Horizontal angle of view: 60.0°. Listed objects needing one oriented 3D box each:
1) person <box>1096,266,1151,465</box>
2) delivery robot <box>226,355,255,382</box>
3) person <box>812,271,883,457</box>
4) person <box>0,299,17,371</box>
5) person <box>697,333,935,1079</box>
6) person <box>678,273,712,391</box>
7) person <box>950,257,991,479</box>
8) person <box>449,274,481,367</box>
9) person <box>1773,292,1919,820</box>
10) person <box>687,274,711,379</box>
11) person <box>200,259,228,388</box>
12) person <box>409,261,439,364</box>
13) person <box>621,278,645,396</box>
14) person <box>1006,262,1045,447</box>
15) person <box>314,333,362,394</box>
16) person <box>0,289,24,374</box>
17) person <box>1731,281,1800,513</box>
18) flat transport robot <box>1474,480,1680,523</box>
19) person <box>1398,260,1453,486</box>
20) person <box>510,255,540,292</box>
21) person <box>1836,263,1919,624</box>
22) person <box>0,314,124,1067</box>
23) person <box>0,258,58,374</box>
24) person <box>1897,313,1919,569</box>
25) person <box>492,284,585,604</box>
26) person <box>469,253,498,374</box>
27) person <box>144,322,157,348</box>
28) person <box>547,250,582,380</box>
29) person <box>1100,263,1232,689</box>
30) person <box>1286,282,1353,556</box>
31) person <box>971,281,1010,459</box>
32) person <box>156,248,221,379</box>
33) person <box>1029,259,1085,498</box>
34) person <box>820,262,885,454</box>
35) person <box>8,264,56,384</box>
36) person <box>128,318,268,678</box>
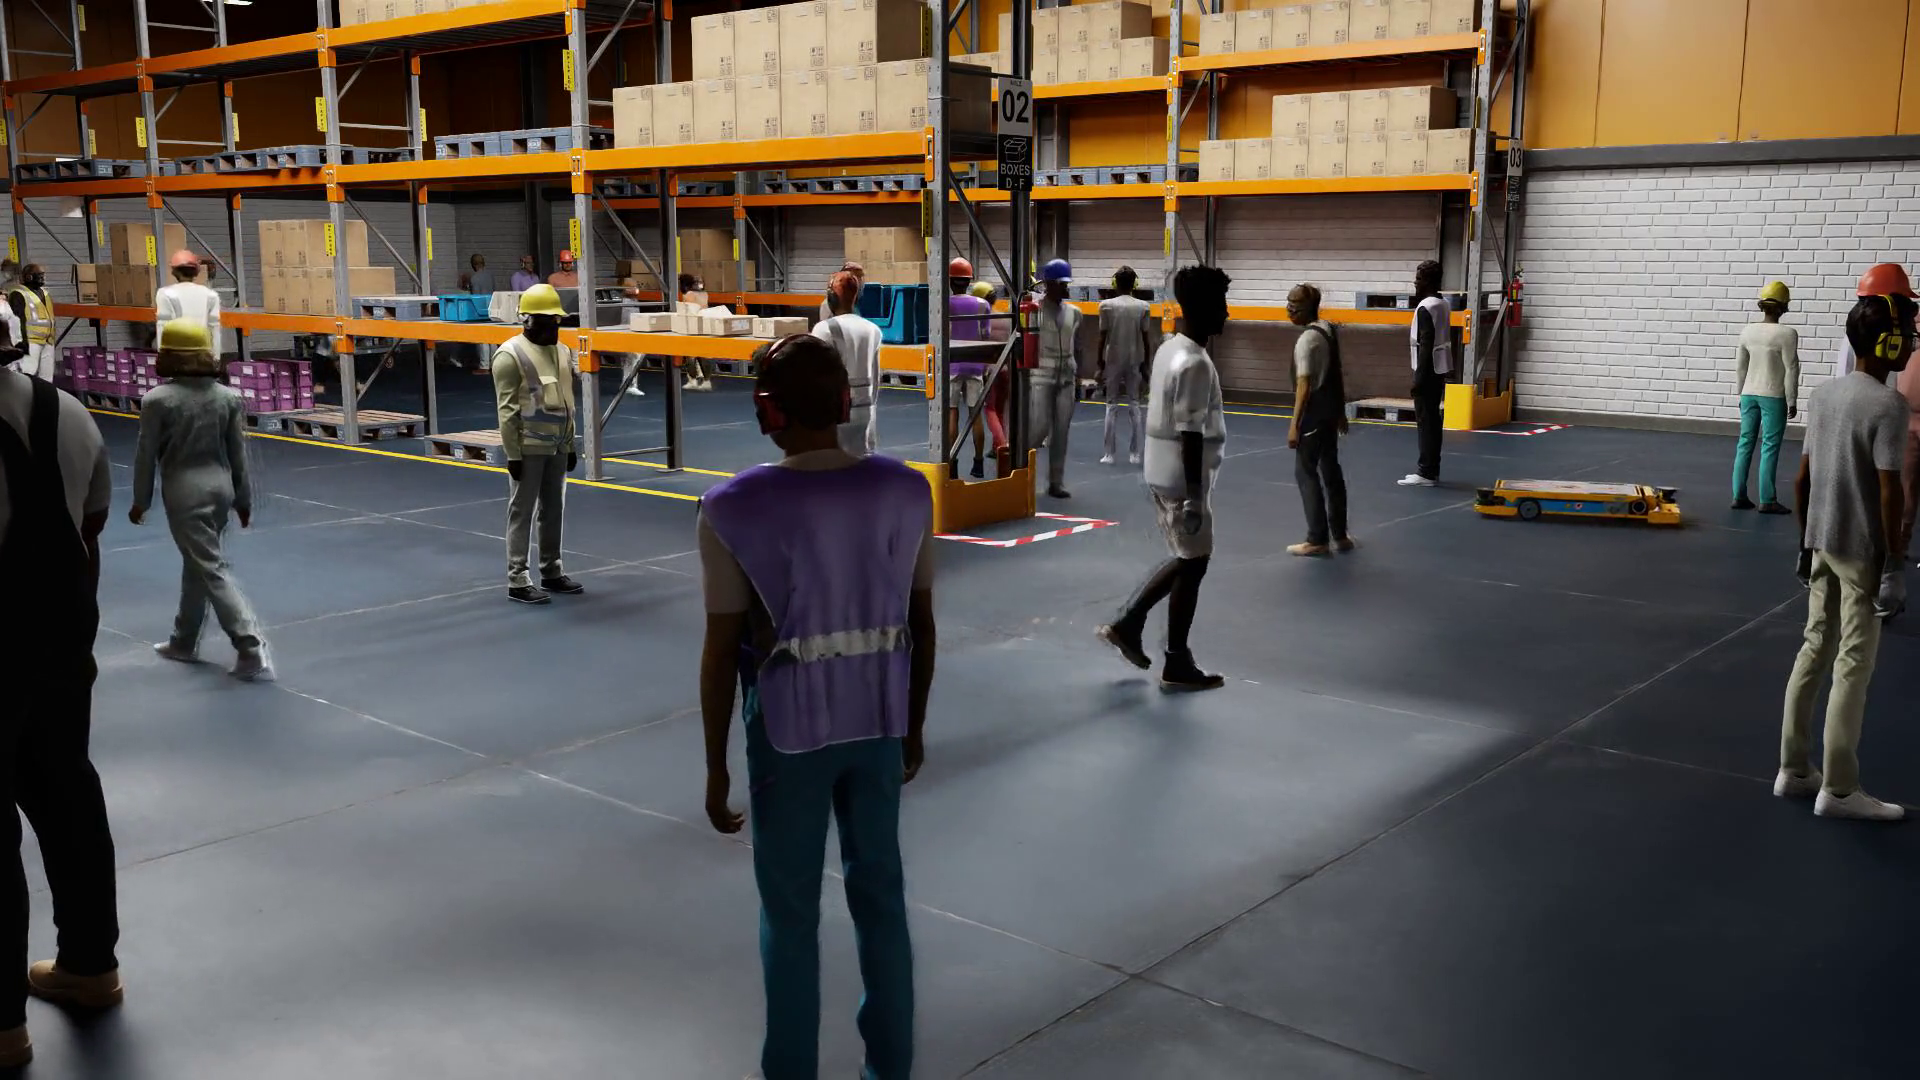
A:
[{"bbox_3d":[1.526,-1.621,15.538,0.501,1.860,0.312,-1,10,-7],"label":"person"},{"bbox_3d":[-9.790,-2.305,22.868,0.707,0.478,0.477,9,13,42],"label":"delivery robot"},{"bbox_3d":[-0.746,-0.767,10.610,0.386,1.880,0.619,9,13,42],"label":"person"},{"bbox_3d":[-9.043,-1.579,15.345,0.429,1.839,0.634,8,13,39],"label":"person"},{"bbox_3d":[-0.308,0.457,3.775,0.583,1.834,0.408,-5,11,-28],"label":"person"},{"bbox_3d":[-3.755,-2.939,23.579,0.508,1.652,0.548,2,10,10],"label":"person"},{"bbox_3d":[0.001,-1.502,14.625,0.544,1.939,0.372,-3,10,-16],"label":"person"},{"bbox_3d":[-8.312,-3.685,28.035,0.781,1.596,0.504,5,11,27],"label":"person"},{"bbox_3d":[3.192,0.057,5.948,0.310,1.868,0.534,-1,10,-8],"label":"person"},{"bbox_3d":[-4.086,-3.320,25.884,0.286,1.621,0.500,6,12,32],"label":"person"},{"bbox_3d":[-10.999,-3.122,24.059,0.672,1.866,0.581,-1,10,-7],"label":"person"},{"bbox_3d":[-9.328,-3.936,28.903,0.445,1.799,0.626,-1,10,-5],"label":"person"},{"bbox_3d":[-4.462,-2.784,22.831,0.492,1.617,0.504,1,10,4],"label":"person"},{"bbox_3d":[0.660,-1.876,16.791,0.382,1.922,0.594,8,13,37],"label":"person"},{"bbox_3d":[-8.708,-2.846,23.140,0.741,1.642,0.540,0,10,2],"label":"person"},{"bbox_3d":[-9.646,-1.702,16.654,0.454,1.619,0.550,8,13,39],"label":"person"},{"bbox_3d":[6.189,-1.089,12.751,0.298,1.772,0.533,-4,11,-23],"label":"person"},{"bbox_3d":[4.642,-0.305,12.551,1.431,0.197,0.652,4,11,19],"label":"flat transport robot"},{"bbox_3d":[4.000,-1.417,14.198,0.385,1.918,0.596,5,11,28],"label":"person"},{"bbox_3d":[-7.337,-3.886,28.289,0.400,1.909,0.643,5,11,26],"label":"person"},{"bbox_3d":[4.939,-0.526,9.069,0.372,1.939,0.544,4,11,19],"label":"person"},{"bbox_3d":[-2.486,0.282,4.177,0.536,2.000,0.688,2,10,14],"label":"person"},{"bbox_3d":[-13.084,-2.982,23.255,0.617,1.902,0.972,4,11,22],"label":"person"},{"bbox_3d":[6.144,-0.769,10.559,0.409,1.904,0.639,-4,11,-24],"label":"person"},{"bbox_3d":[-2.403,-0.549,9.542,0.405,1.823,0.591,5,11,25],"label":"person"},{"bbox_3d":[-7.671,-3.620,26.697,0.371,1.935,0.627,3,10,15],"label":"person"},{"bbox_3d":[-13.517,-3.840,28.119,0.552,1.889,0.582,6,11,29],"label":"person"},{"bbox_3d":[-6.007,-3.439,25.490,0.625,1.992,0.388,-7,12,-36],"label":"person"},{"bbox_3d":[0.987,-0.273,7.591,0.478,1.948,0.624,-1,10,-6],"label":"person"},{"bbox_3d":[2.399,-0.796,11.010,0.396,1.805,0.705,7,12,35],"label":"person"},{"bbox_3d":[0.344,-1.572,15.662,0.598,1.717,0.748,-4,11,-23],"label":"person"},{"bbox_3d":[-7.588,-1.871,16.485,0.819,2.023,0.610,8,13,38],"label":"person"},{"bbox_3d":[0.733,-1.307,13.507,0.617,1.931,0.471,-5,11,-26],"label":"person"},{"bbox_3d":[-0.969,-1.510,14.802,0.647,1.901,0.402,-5,11,-26],"label":"person"},{"bbox_3d":[-11.083,-2.390,19.988,0.428,1.838,0.627,2,10,10],"label":"person"},{"bbox_3d":[-3.619,-0.202,7.919,0.919,1.698,0.487,5,11,27],"label":"person"}]
